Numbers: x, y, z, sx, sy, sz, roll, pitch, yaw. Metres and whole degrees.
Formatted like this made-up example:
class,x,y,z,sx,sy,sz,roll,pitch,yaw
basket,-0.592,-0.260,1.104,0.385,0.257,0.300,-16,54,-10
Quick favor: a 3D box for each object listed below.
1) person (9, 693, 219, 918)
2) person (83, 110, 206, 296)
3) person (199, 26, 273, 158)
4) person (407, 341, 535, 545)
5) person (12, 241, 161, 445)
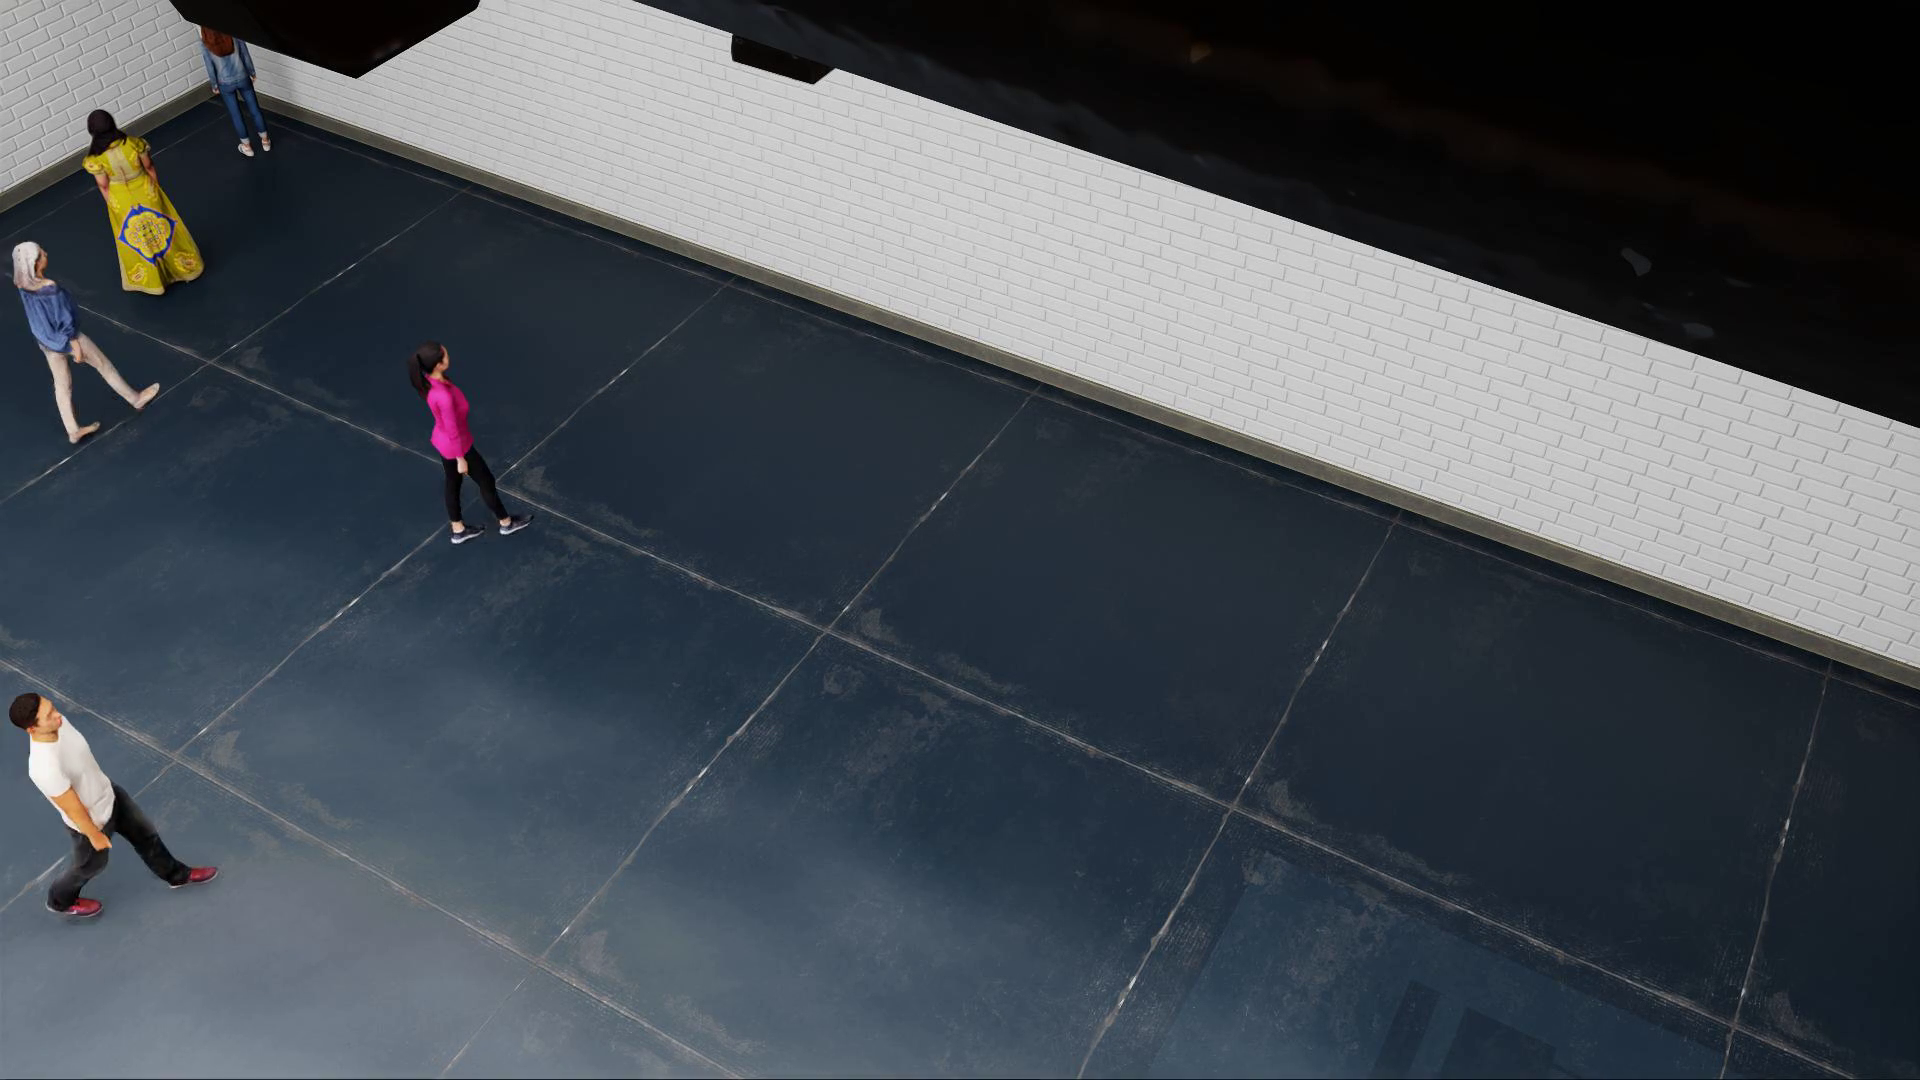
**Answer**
class,x,y,z,sx,sy,sz,roll,pitch,yaw
person,-4.897,1.502,9.171,1.210,1.767,1.150,-10,45,-11
person,-6.824,-2.803,13.769,0.882,1.659,1.029,-29,51,-27
person,-6.740,-4.271,15.434,0.579,1.477,0.700,-24,49,-24
person,-3.562,-0.625,11.461,0.924,1.688,0.801,-24,49,-23
person,-6.708,-1.417,12.307,0.659,1.669,0.994,18,46,18
